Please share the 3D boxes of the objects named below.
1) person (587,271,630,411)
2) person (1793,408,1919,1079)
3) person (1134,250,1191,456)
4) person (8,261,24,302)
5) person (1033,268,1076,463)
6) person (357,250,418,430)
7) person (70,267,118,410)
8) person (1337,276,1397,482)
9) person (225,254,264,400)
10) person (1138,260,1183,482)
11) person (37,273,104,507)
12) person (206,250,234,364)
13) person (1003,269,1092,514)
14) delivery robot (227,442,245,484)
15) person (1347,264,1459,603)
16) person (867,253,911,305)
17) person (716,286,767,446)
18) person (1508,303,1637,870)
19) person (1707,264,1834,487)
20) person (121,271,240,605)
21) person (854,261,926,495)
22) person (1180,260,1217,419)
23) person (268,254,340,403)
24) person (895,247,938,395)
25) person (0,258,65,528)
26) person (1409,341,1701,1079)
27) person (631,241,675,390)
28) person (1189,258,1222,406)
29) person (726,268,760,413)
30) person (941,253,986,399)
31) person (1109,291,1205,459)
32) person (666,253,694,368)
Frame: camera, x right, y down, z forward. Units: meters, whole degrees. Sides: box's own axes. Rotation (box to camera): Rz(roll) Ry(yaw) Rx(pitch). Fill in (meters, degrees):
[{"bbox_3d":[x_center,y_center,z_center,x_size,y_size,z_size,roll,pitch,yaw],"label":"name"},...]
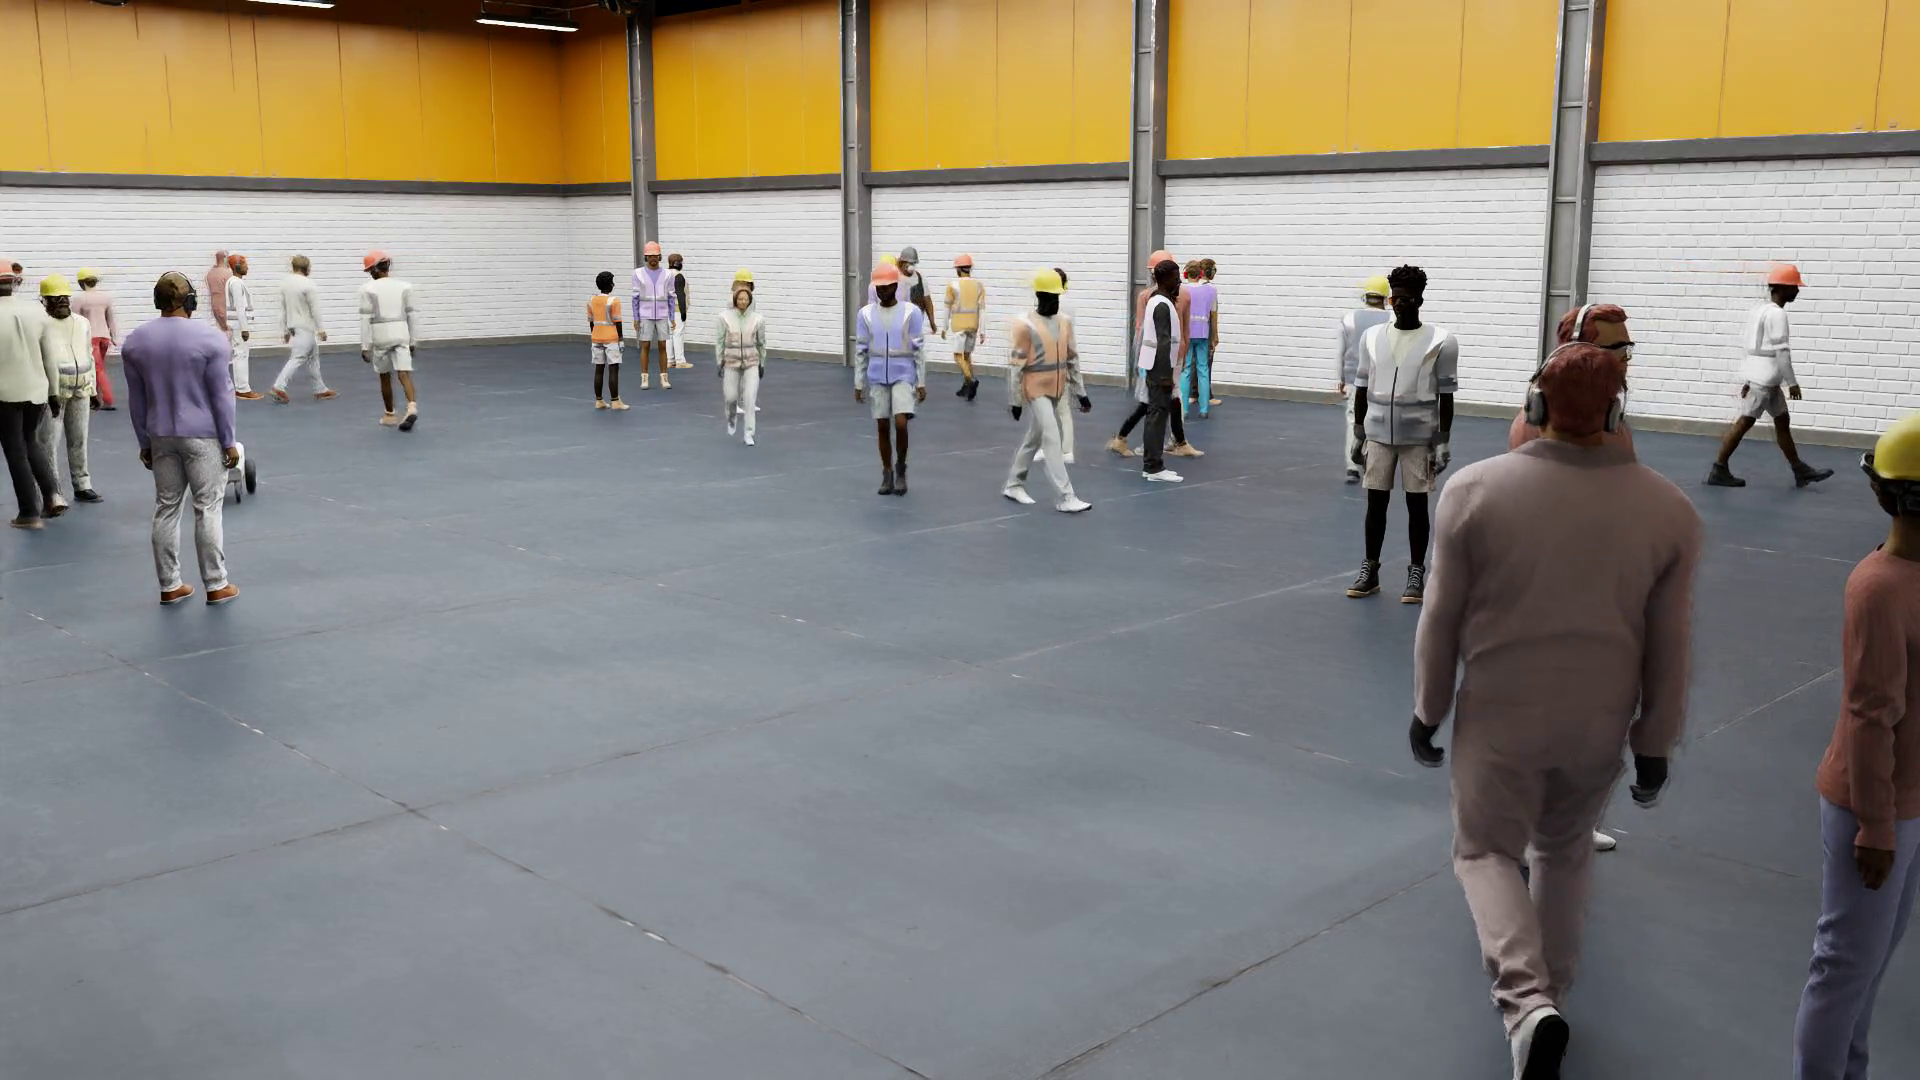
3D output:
[{"bbox_3d":[-4.298,-2.419,20.273,0.533,1.697,0.318,6,12,31],"label":"person"},{"bbox_3d":[2.088,0.583,3.710,0.304,1.772,0.525,9,14,40],"label":"person"},{"bbox_3d":[1.951,-1.798,16.104,0.623,1.989,0.401,-5,12,-27],"label":"person"},{"bbox_3d":[-11.402,-2.405,19.837,0.613,1.826,0.575,-5,11,-25],"label":"person"},{"bbox_3d":[0.931,-1.636,15.662,0.554,1.817,0.542,-10,14,-42],"label":"person"},{"bbox_3d":[-6.252,-2.190,18.281,0.634,1.985,0.973,-8,13,-36],"label":"person"},{"bbox_3d":[-10.692,-2.461,20.388,0.852,1.724,0.548,5,12,26],"label":"person"},{"bbox_3d":[3.574,-1.402,14.516,0.592,1.788,0.945,4,11,20],"label":"person"},{"bbox_3d":[-9.361,-2.770,21.680,0.356,1.884,0.574,-6,12,-29],"label":"person"},{"bbox_3d":[1.750,-1.473,14.509,0.391,1.920,0.587,0,10,0],"label":"person"},{"bbox_3d":[-7.080,-1.180,13.146,0.404,1.833,0.592,6,12,29],"label":"person"},{"bbox_3d":[-12.141,-3.811,27.339,0.650,1.894,0.621,7,13,34],"label":"person"},{"bbox_3d":[0.670,-1.163,12.941,0.985,1.877,0.605,10,14,42],"label":"person"},{"bbox_3d":[-6.008,-0.652,13.500,0.477,0.478,0.707,-4,11,-20],"label":"delivery robot"},{"bbox_3d":[2.571,-0.615,9.699,0.603,1.967,0.366,6,12,31],"label":"person"},{"bbox_3d":[-0.886,-2.716,21.342,0.590,1.900,0.626,-5,12,-25],"label":"person"},{"bbox_3d":[-2.242,-1.796,17.055,0.517,1.621,0.541,-2,11,-11],"label":"person"},{"bbox_3d":[2.077,0.165,5.606,0.403,1.911,0.637,8,13,38],"label":"person"},{"bbox_3d":[6.859,-1.363,13.996,1.006,1.883,0.549,4,11,19],"label":"person"},{"bbox_3d":[-4.474,-0.575,9.600,0.623,1.932,0.368,1,10,6],"label":"person"},{"bbox_3d":[-0.588,-1.302,13.573,0.585,1.915,0.555,2,11,10],"label":"person"},{"bbox_3d":[2.709,-2.319,19.332,0.569,1.840,0.374,-2,11,-10],"label":"person"},{"bbox_3d":[-8.474,-2.706,21.301,0.618,1.906,0.994,9,14,41],"label":"person"},{"bbox_3d":[-0.706,-2.972,22.353,0.694,2.000,1.048,-6,12,-31],"label":"person"},{"bbox_3d":[-6.895,-1.061,12.107,0.447,1.972,0.606,5,12,26],"label":"person"},{"bbox_3d":[1.485,0.445,4.174,0.645,1.876,0.814,0,10,2],"label":"person"},{"bbox_3d":[-4.240,-3.108,23.088,0.606,2.044,0.374,-3,11,-18],"label":"person"},{"bbox_3d":[3.075,-2.610,20.909,0.343,1.846,0.507,-6,12,-31],"label":"person"},{"bbox_3d":[-2.612,-2.401,20.075,0.344,1.735,0.484,6,12,31],"label":"person"},{"bbox_3d":[0.090,-2.782,21.713,0.546,1.909,0.797,-5,12,-26],"label":"person"},{"bbox_3d":[1.858,-1.585,15.854,0.890,1.652,0.528,2,11,12],"label":"person"},{"bbox_3d":[-4.562,-3.686,26.789,0.429,1.844,0.623,-7,13,-35],"label":"person"}]
